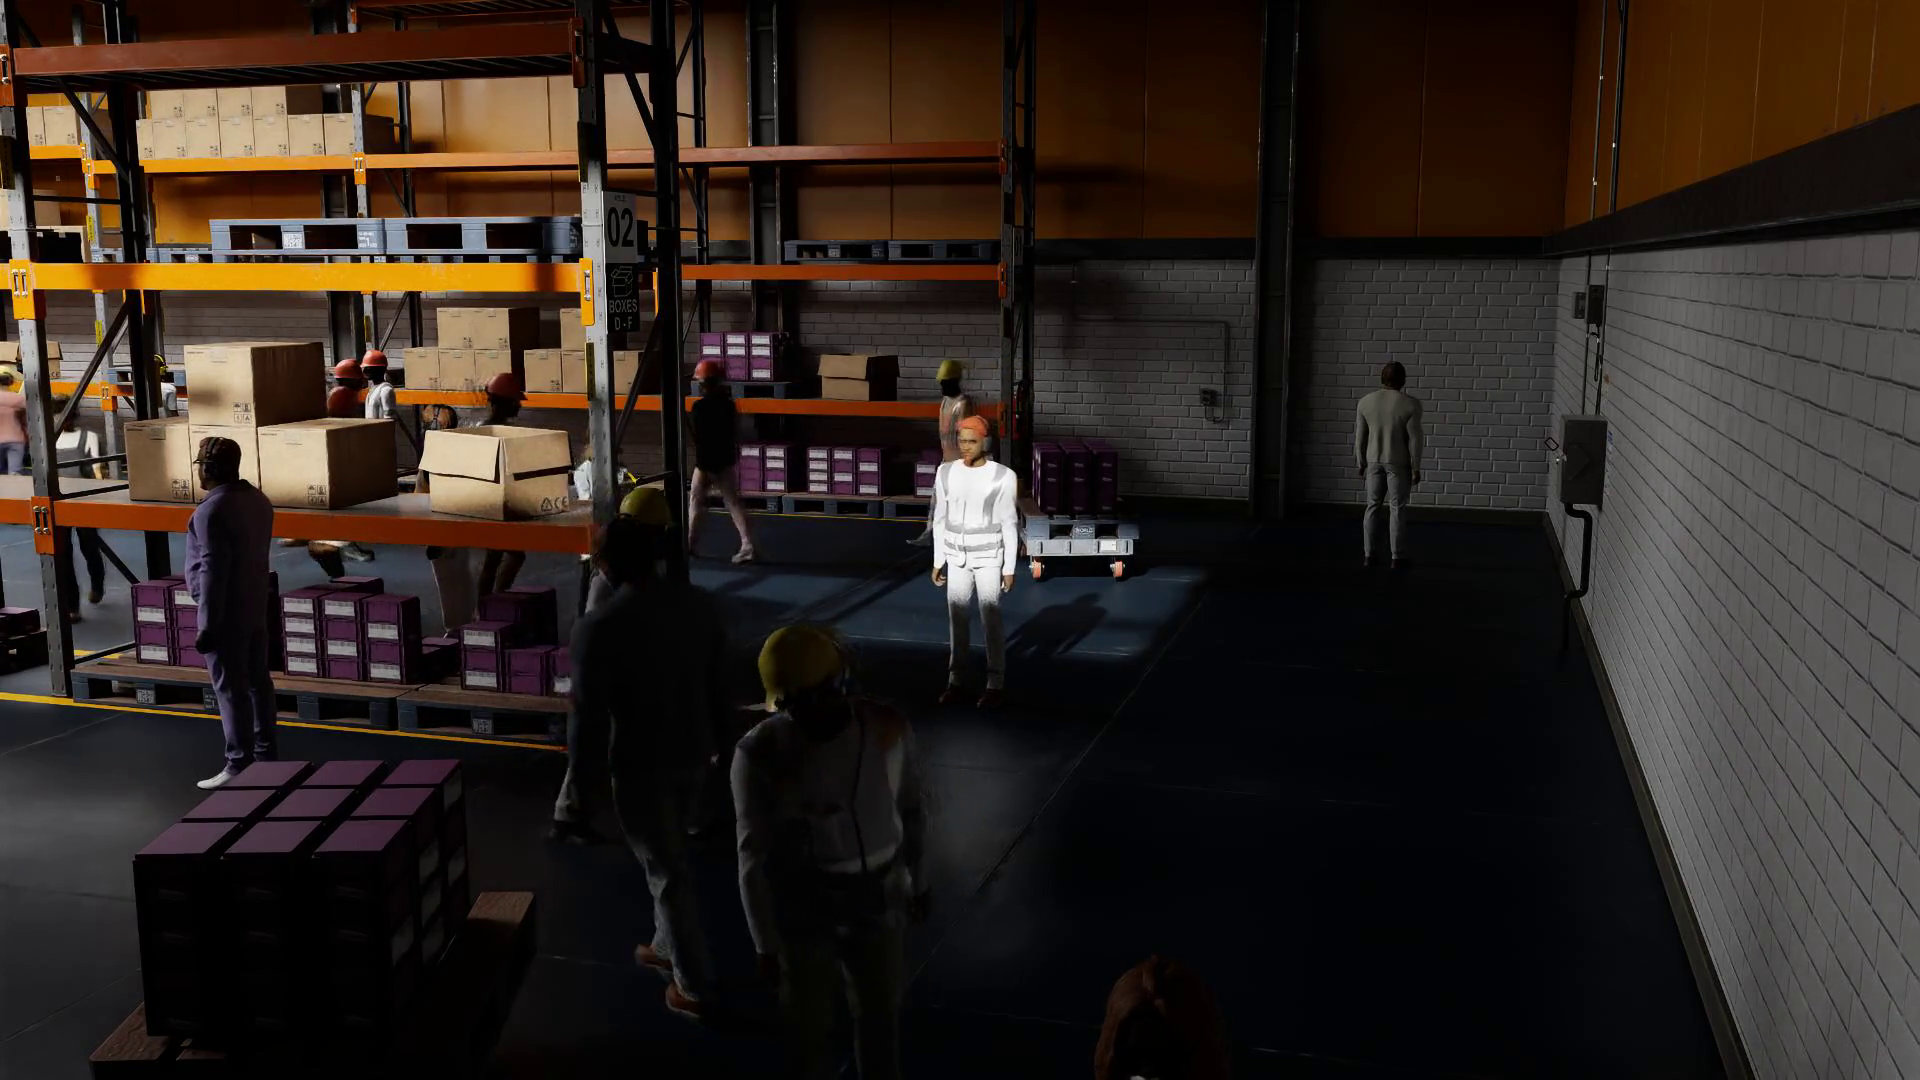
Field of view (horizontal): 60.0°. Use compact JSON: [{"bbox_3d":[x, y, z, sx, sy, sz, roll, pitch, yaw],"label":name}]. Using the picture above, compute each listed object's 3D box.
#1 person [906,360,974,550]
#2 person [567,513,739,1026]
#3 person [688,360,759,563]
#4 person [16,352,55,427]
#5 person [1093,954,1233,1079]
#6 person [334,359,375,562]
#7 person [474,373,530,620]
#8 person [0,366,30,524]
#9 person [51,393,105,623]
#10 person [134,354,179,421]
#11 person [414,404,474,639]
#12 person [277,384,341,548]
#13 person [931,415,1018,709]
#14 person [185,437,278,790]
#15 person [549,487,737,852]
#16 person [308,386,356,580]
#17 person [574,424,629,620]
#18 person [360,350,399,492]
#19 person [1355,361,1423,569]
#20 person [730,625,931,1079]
[{"bbox_3d":[-0.124,-0.814,16.370,0.919,1.887,0.605,-5,10,-26],"label":"person"},{"bbox_3d":[-1.201,0.841,6.260,0.652,1.905,0.824,-9,13,-43],"label":"person"},{"bbox_3d":[-2.322,-0.744,15.839,1.047,1.948,0.628,7,11,35],"label":"person"},{"bbox_3d":[-10.947,-1.327,19.709,0.429,1.837,0.624,-5,11,-28],"label":"person"},{"bbox_3d":[0.356,1.519,2.981,0.501,1.628,0.275,2,10,15],"label":"person"},{"bbox_3d":[-5.821,-0.760,15.921,0.373,1.939,0.545,-3,10,-16],"label":"person"},{"bbox_3d":[-3.479,-0.258,12.620,0.590,2.014,0.614,0,9,-3],"label":"person"},{"bbox_3d":[-10.530,-1.051,18.336,0.541,1.709,0.778,-6,11,-33],"label":"person"},{"bbox_3d":[-7.125,-0.281,13.363,0.519,1.822,0.804,-3,10,-18],"label":"person"},{"bbox_3d":[-8.708,-1.088,18.131,0.534,1.869,0.315,1,9,5],"label":"person"},{"bbox_3d":[-3.691,-0.055,11.917,0.429,1.844,0.622,0,9,-1],"label":"person"},{"bbox_3d":[-6.483,-0.922,16.599,0.699,2.000,0.638,9,13,42],"label":"person"},{"bbox_3d":[0.097,0.139,10.631,0.581,1.879,0.346,5,10,27],"label":"person"},{"bbox_3d":[-3.959,0.391,9.003,0.408,1.906,0.652,0,9,3],"label":"person"},{"bbox_3d":[-1.546,0.626,7.982,1.025,1.760,0.615,1,9,4],"label":"person"},{"bbox_3d":[-4.922,-0.265,13.048,0.583,1.888,0.432,8,12,39],"label":"person"},{"bbox_3d":[-2.643,-0.044,12.307,0.499,1.695,0.783,-9,13,-43],"label":"person"},{"bbox_3d":[-6.160,-1.044,17.657,0.359,1.938,0.545,-7,12,-37],"label":"person"},{"bbox_3d":[4.014,-0.701,15.557,0.637,1.938,0.355,7,11,35],"label":"person"},{"bbox_3d":[-0.309,1.108,5.037,0.742,1.788,0.407,-5,11,-28],"label":"person"}]
